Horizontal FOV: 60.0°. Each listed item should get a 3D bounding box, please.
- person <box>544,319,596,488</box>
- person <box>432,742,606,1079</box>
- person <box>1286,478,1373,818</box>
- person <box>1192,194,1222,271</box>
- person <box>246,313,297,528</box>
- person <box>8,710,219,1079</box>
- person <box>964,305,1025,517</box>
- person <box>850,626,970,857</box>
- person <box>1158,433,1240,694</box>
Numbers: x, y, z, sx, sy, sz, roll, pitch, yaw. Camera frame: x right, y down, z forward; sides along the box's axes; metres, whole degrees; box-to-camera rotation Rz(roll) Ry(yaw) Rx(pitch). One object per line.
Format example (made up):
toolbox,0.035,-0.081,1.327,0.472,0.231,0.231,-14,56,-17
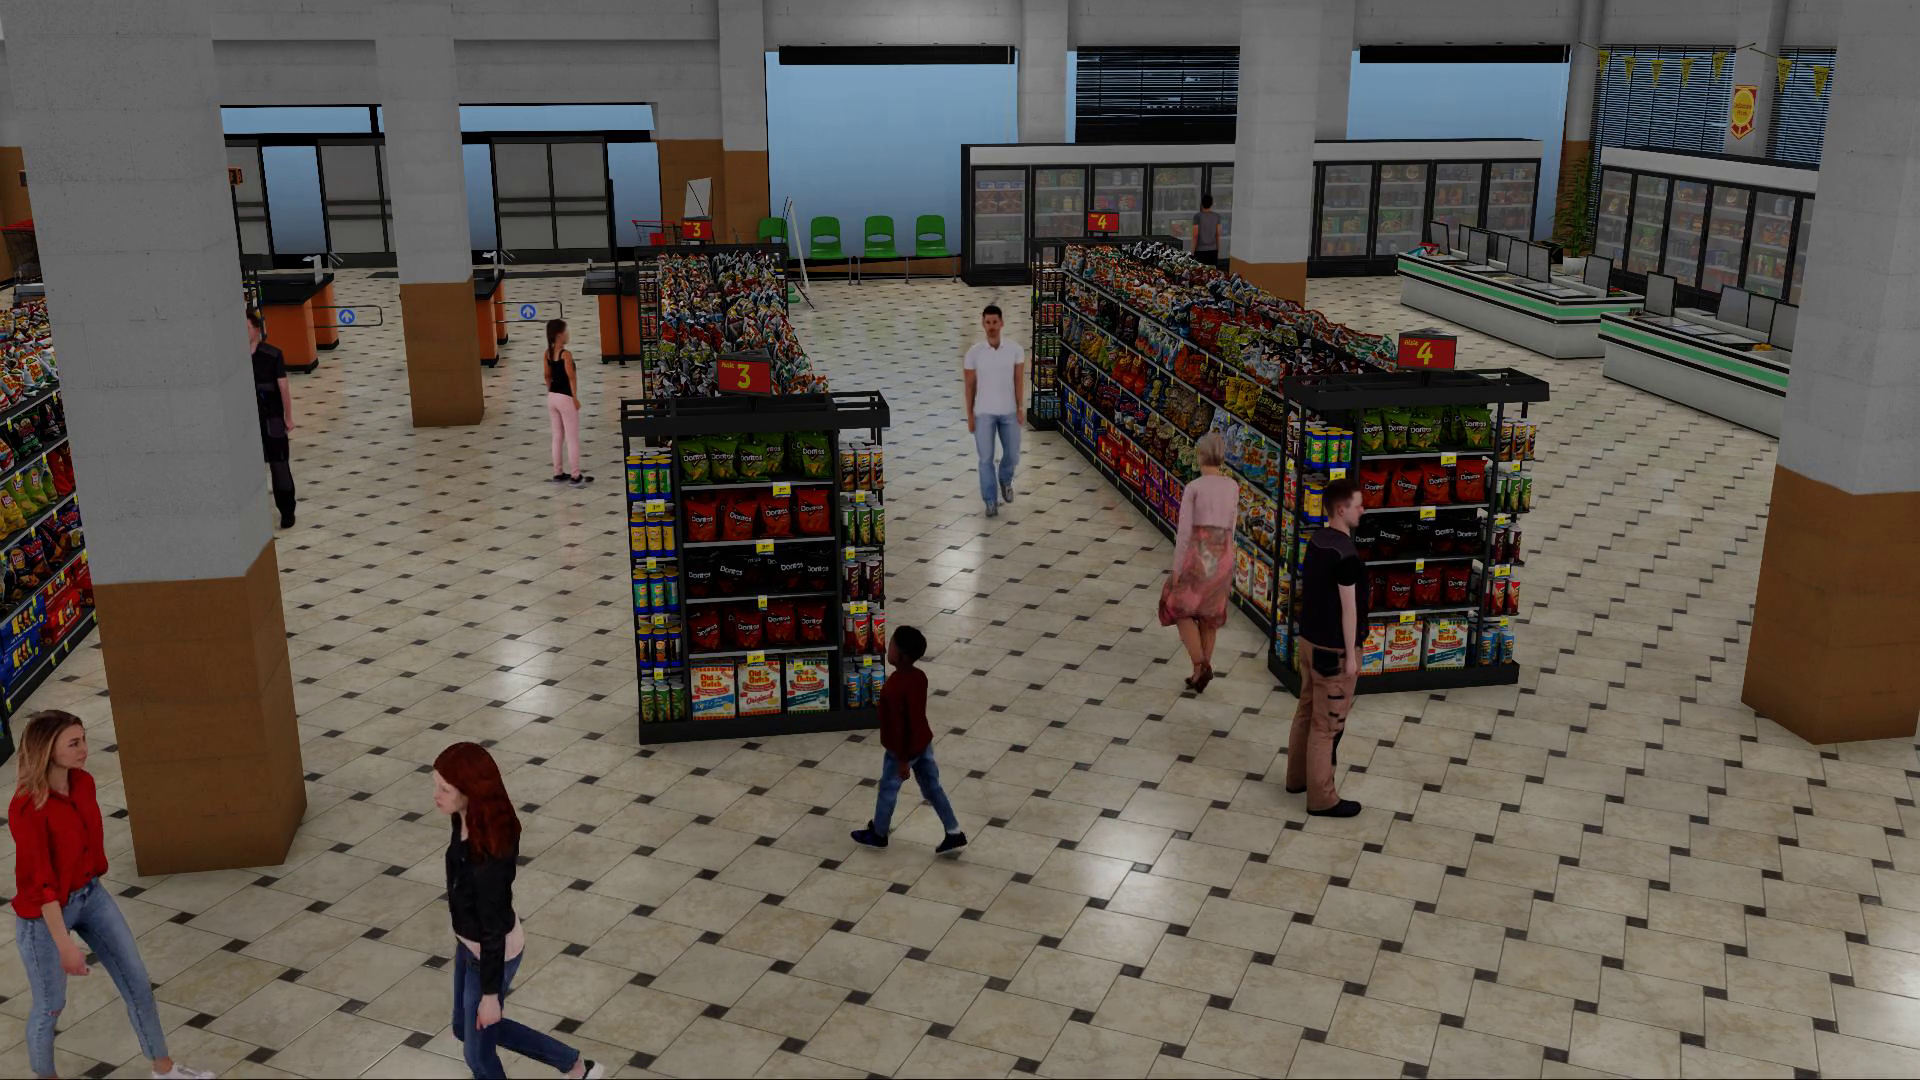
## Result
person,-3.706,-1.282,15.530,0.622,1.563,0.680,11,20,32
person,-1.598,1.511,5.971,0.808,1.773,0.875,-6,18,-20
person,1.987,0.558,8.996,0.727,1.840,0.500,-3,17,-9
person,3.785,-4.447,25.623,0.630,1.755,0.566,-5,17,-15
person,-5.978,-1.024,14.197,0.744,1.845,0.607,-1,17,-4
person,-3.489,1.448,6.345,0.892,1.677,0.957,3,17,11
person,0.311,-1.142,14.588,0.738,1.843,0.840,-1,17,-2
person,-0.200,1.045,8.418,0.882,1.243,0.874,9,19,28
person,1.595,0.188,10.492,0.705,1.678,0.752,-7,18,-22
